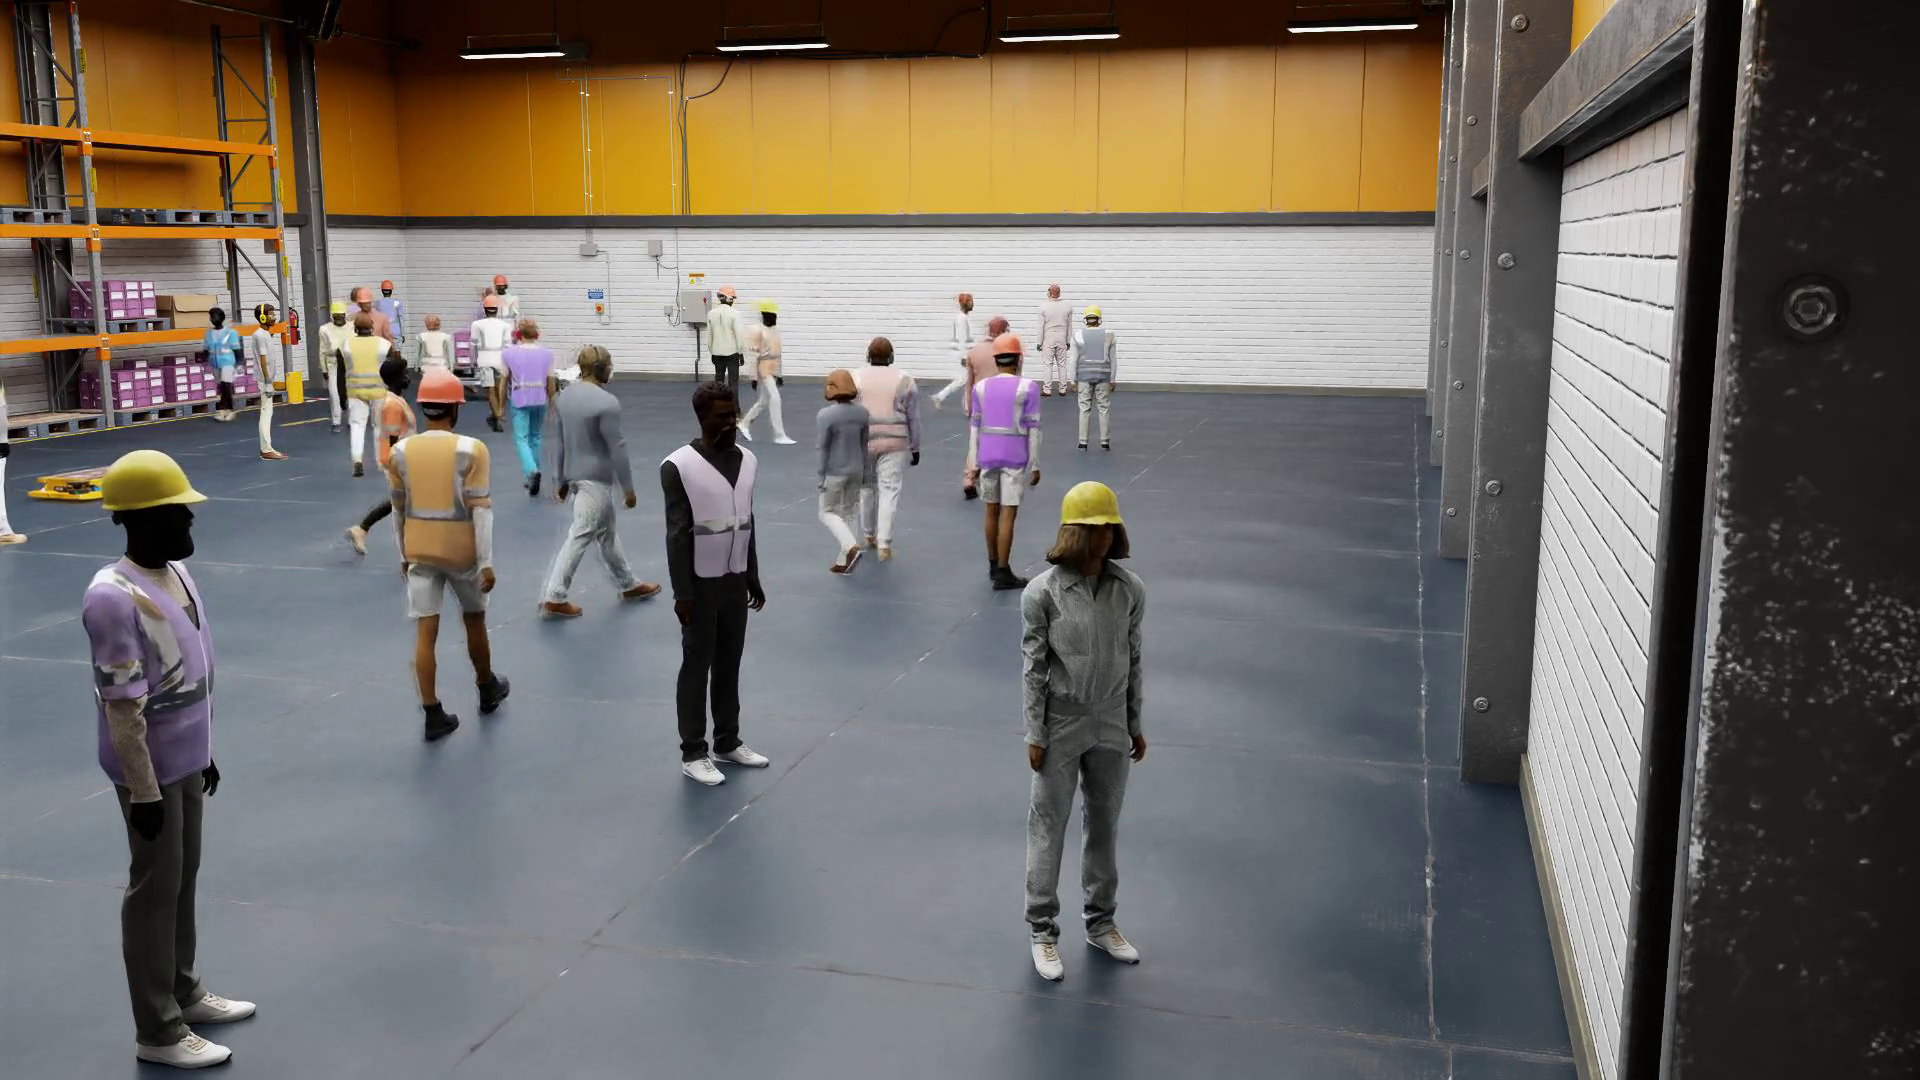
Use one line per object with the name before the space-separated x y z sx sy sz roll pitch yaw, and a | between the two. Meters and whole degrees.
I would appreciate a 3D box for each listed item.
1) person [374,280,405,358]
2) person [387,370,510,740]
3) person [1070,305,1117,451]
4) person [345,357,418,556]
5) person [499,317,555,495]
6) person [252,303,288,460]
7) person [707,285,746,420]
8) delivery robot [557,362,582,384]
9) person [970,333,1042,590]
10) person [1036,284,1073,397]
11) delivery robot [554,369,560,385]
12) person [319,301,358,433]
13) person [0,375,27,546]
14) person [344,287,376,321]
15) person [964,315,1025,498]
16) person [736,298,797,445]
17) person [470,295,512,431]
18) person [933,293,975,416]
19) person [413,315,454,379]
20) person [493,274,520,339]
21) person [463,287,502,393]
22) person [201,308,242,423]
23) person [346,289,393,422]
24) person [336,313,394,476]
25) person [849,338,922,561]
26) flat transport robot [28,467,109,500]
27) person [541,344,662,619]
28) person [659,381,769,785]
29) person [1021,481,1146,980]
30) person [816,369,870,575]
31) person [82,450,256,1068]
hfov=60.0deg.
person | -10.471 -3.795 30.530 0.543 1.939 0.360 -3 10 -17
person | -2.703 0.048 8.864 0.576 1.899 0.906 1 10 4
person | 1.663 -2.013 20.773 0.586 1.822 0.404 0 10 0
person | -4.608 -0.643 13.431 0.695 1.676 0.539 -3 10 -16
person | -4.458 -1.390 17.235 0.572 1.822 0.808 -7 12 -33
person | -8.322 -1.902 20.004 0.334 1.873 0.521 -4 11 -21
person | -3.430 -2.758 24.526 0.610 1.985 0.392 5 11 27
delivery robot | -6.601 -2.841 28.777 0.707 0.478 0.477 -1 10 -6
person | 0.343 -0.591 12.537 0.560 1.903 0.661 5 11 25
person | 1.596 -3.396 28.360 0.643 1.909 0.410 -4 11 -20
delivery robot | -7.317 -2.878 28.984 0.707 0.478 0.477 5 11 25
person | -8.446 -2.366 22.804 0.608 1.805 0.724 -4 11 -21
person | -8.365 -0.864 14.216 0.624 1.841 0.430 4 11 21
person | -9.461 -3.030 26.253 0.634 1.919 0.431 1 10 4
person | 0.334 -1.366 17.018 0.657 1.863 0.994 5 11 26
person | -2.545 -2.192 21.581 0.886 1.900 0.594 4 11 23
person | -6.516 -2.463 23.197 0.542 1.887 1.035 -6 12 -30
person | -0.007 -2.785 25.022 0.692 1.865 0.585 2 10 10
person | -7.366 -2.346 23.284 0.530 1.593 0.843 -4 11 -23
person | -8.544 -3.939 31.103 0.611 2.030 0.410 -1 10 -7
person | -8.240 -3.490 29.058 1.006 1.862 0.645 -5 11 -25
person | -10.733 -2.511 24.047 0.550 1.657 0.842 2 10 12
person | -8.556 -2.653 24.076 0.641 1.934 1.052 -2 10 -12
person | -6.640 -1.633 18.639 0.643 1.819 0.808 -3 10 -14
person | -0.645 -0.772 13.797 0.659 1.795 0.937 0 10 1
flat transport robot | -8.836 -0.616 17.247 0.652 0.197 1.431 3 10 16
person | -2.542 -0.417 11.569 1.041 1.885 0.655 -9 14 -43
person | -1.180 0.192 8.011 0.392 1.920 0.591 7 12 33
person | 0.442 0.660 5.853 0.486 1.746 0.290 -5 11 -25
person | -0.879 -0.506 12.807 0.504 1.620 0.467 -8 13 -39
person | -2.493 0.678 5.223 0.355 1.930 0.587 -2 10 -9
